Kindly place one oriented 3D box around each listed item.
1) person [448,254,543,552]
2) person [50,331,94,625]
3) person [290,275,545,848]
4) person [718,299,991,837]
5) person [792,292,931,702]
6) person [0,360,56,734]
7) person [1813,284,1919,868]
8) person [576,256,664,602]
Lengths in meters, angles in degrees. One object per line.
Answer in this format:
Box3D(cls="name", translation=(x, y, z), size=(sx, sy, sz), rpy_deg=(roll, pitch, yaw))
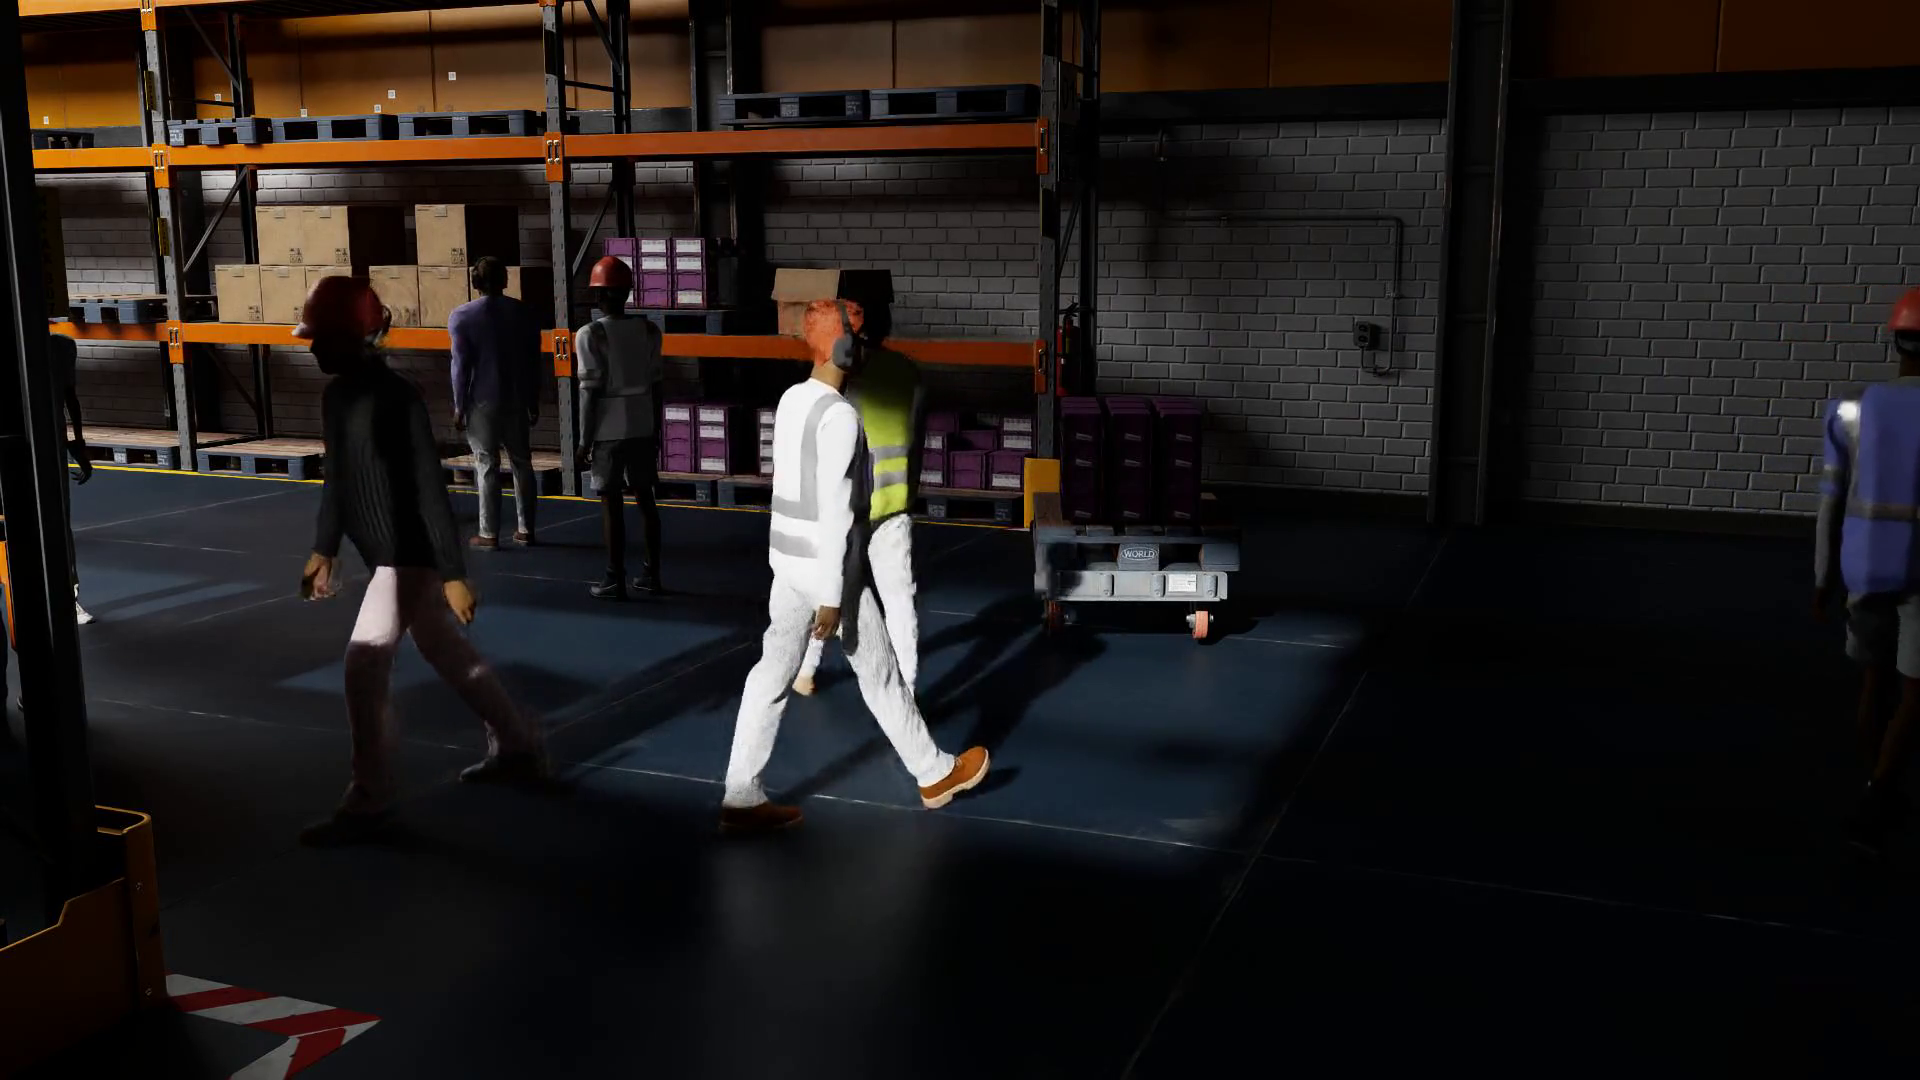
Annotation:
Box3D(cls="person", translation=(-3.039, -0.893, 10.921), size=(0.631, 1.940, 0.372), rpy_deg=(-8, 13, -39))
Box3D(cls="person", translation=(-4.829, -0.460, 8.686), size=(0.532, 1.876, 0.321), rpy_deg=(-9, 14, -41))
Box3D(cls="person", translation=(-1.878, 0.040, 5.809), size=(0.957, 1.931, 0.639), rpy_deg=(-7, 13, -36))
Box3D(cls="person", translation=(-0.398, 0.093, 5.722), size=(1.022, 1.821, 0.573), rpy_deg=(-6, 12, -29))
Box3D(cls="person", translation=(-0.469, -0.166, 7.236), size=(0.659, 1.798, 0.918), rpy_deg=(-8, 13, -37))
Box3D(cls="person", translation=(-4.025, -0.164, 6.871), size=(0.373, 1.935, 0.628), rpy_deg=(5, 11, 27))
Box3D(cls="person", translation=(3.098, 0.100, 5.480), size=(0.890, 1.910, 0.558), rpy_deg=(-9, 14, -42))
Box3D(cls="person", translation=(-1.928, -0.620, 9.397), size=(0.542, 1.939, 0.363), rpy_deg=(-9, 14, -42))
